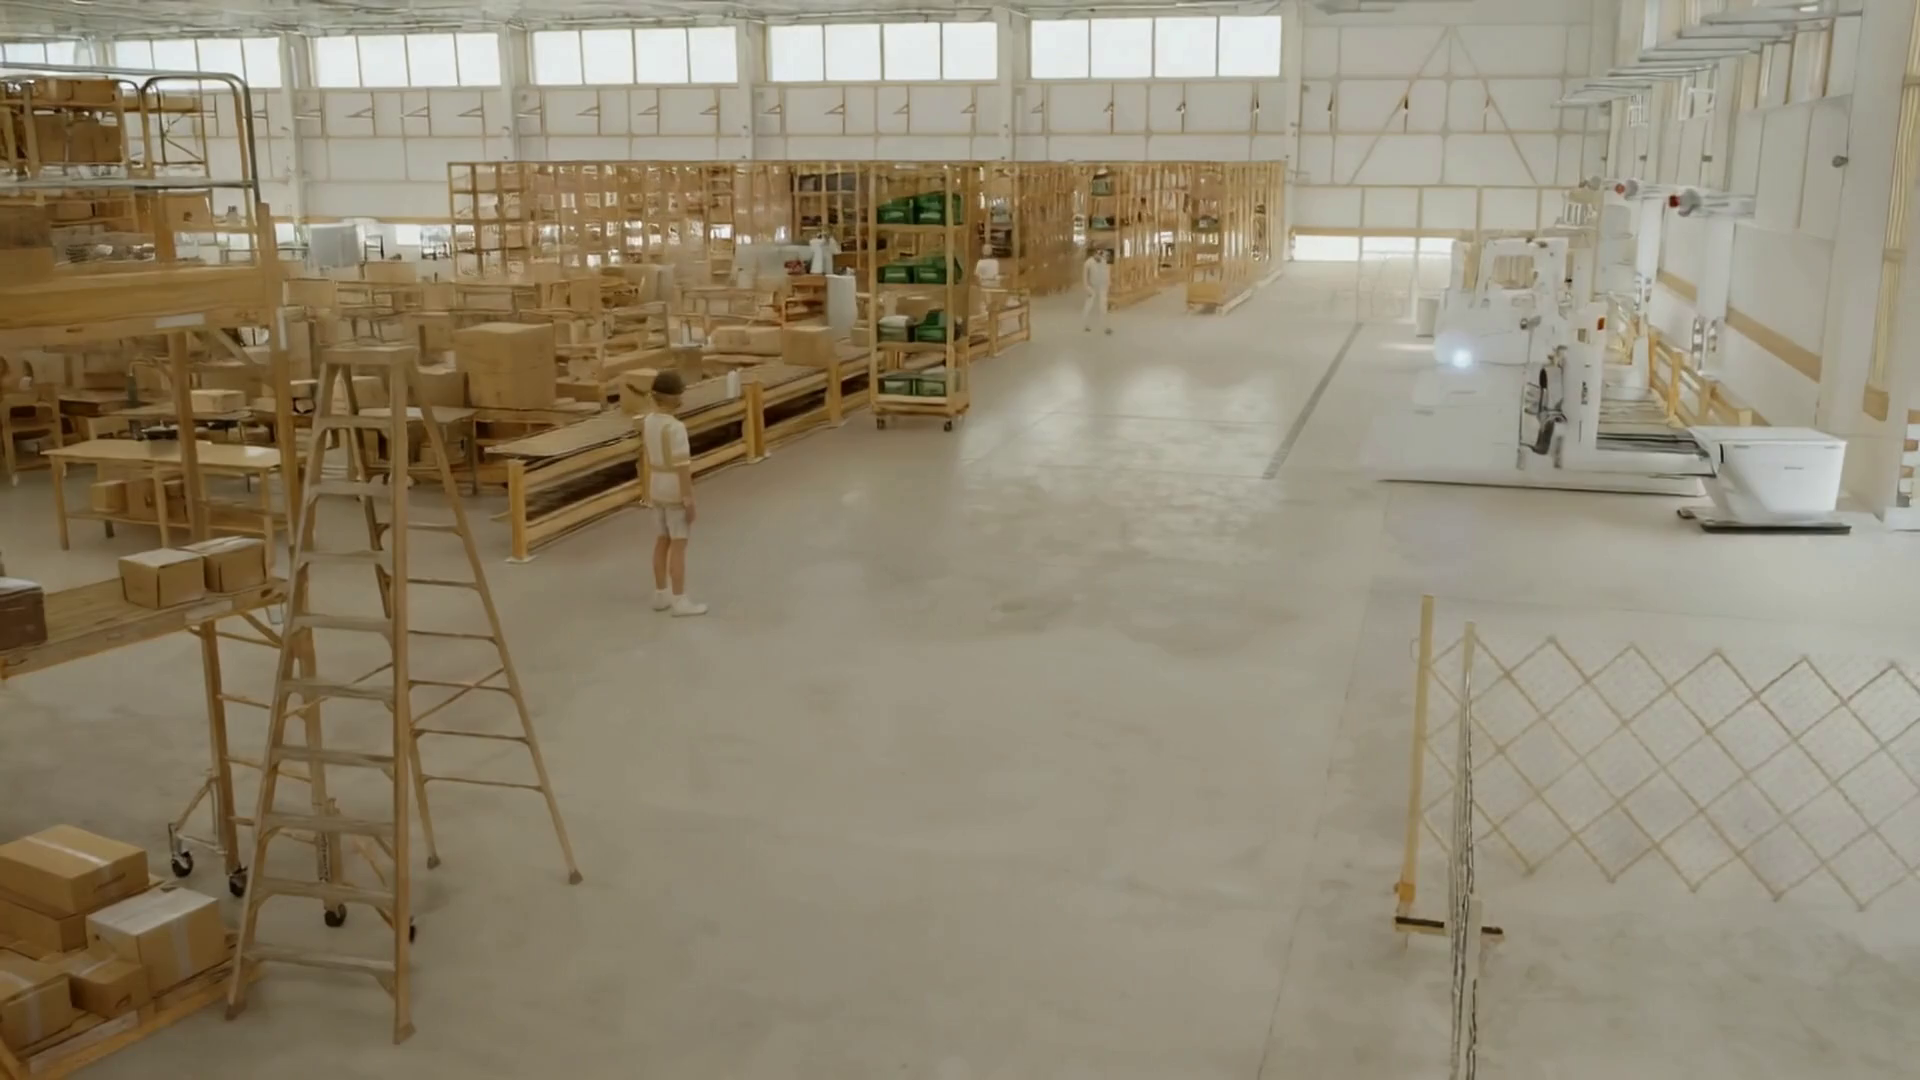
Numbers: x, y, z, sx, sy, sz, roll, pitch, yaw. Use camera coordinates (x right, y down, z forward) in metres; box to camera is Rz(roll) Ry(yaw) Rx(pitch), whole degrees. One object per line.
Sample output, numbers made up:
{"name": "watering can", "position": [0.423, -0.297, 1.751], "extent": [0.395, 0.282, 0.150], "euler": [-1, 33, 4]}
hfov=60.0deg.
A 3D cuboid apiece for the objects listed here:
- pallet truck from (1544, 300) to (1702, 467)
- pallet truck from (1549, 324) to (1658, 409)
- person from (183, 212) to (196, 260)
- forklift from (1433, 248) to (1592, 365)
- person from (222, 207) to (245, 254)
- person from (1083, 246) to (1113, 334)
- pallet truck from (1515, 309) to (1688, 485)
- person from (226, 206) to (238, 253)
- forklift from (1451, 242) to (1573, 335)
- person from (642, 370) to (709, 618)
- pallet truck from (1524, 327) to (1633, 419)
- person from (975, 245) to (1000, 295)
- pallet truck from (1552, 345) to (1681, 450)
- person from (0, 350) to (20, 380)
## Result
{"name": "pallet truck", "position": [8.263, -1.952, 20.631], "extent": [1.885, 1.965, 0.823], "euler": [5, 14, 20]}
{"name": "pallet truck", "position": [9.824, -2.669, 25.407], "extent": [1.601, 1.201, 0.680], "euler": [4, 14, 16]}
{"name": "person", "position": [-27.774, -10.936, 59.934], "extent": [0.533, 1.772, 0.297], "euler": [4, 14, 18]}
{"name": "forklift", "position": [9.780, -4.111, 29.280], "extent": [2.680, 1.987, 1.157], "euler": [3, 13, 14]}
{"name": "person", "position": [-27.960, -11.861, 63.847], "extent": [0.901, 1.802, 0.654], "euler": [-3, 13, -12]}
{"name": "person", "position": [2.923, -5.336, 35.555], "extent": [0.636, 1.859, 1.011], "euler": [-5, 14, -19]}
{"name": "pallet truck", "position": [7.554, -1.677, 19.446], "extent": [1.885, 1.965, 0.823], "euler": [3, 13, 14]}
{"name": "person", "position": [-25.594, -10.717, 58.497], "extent": [0.381, 1.994, 0.622], "euler": [2, 13, 9]}
{"name": "forklift", "position": [10.464, -4.597, 31.405], "extent": [2.680, 1.987, 1.157], "euler": [4, 14, 16]}
{"name": "person", "position": [-2.371, -0.381, 13.740], "extent": [0.364, 2.048, 0.608], "euler": [-11, 17, -40]}
{"name": "pallet truck", "position": [9.065, -2.460, 24.370], "extent": [1.522, 1.261, 0.704], "euler": [3, 13, 14]}
{"name": "person", "position": [0.572, -5.641, 36.991], "extent": [0.588, 1.807, 0.556], "euler": [-11, 17, -39]}
{"name": "pallet truck", "position": [8.641, -1.896, 21.908], "extent": [1.630, 1.274, 0.653], "euler": [4, 14, 16]}
{"name": "person", "position": [-16.477, -3.558, 28.166], "extent": [0.948, 1.712, 0.539], "euler": [-3, 13, -13]}
